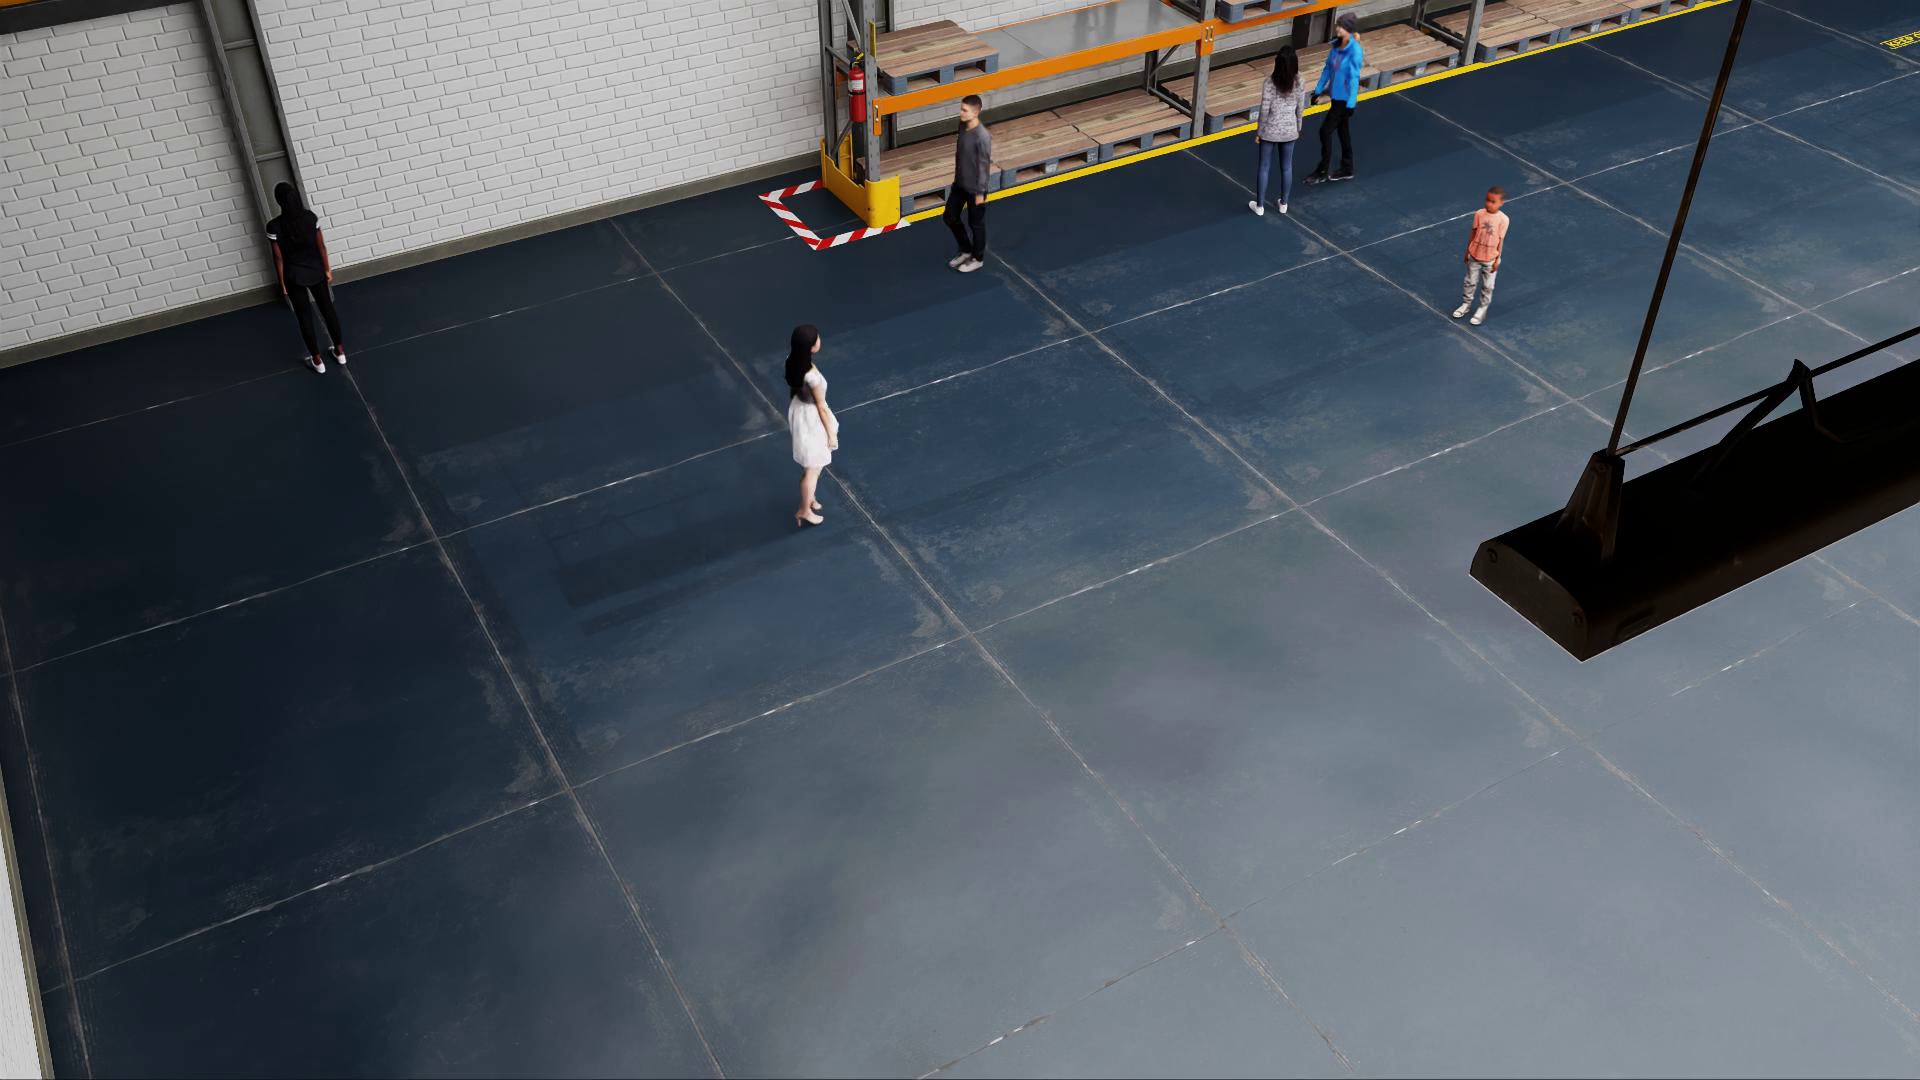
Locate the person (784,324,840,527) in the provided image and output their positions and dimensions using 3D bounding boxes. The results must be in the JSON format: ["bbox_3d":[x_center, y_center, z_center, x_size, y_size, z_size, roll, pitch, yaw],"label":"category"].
[{"bbox_3d":[-1.190,-0.788,12.341,0.665,1.763,0.630,-17,42,-20],"label":"person"}]

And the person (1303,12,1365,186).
[{"bbox_3d":[3.978,-4.501,16.982,0.915,1.774,0.765,-9,40,-11],"label":"person"}]

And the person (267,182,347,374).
[{"bbox_3d":[-5.584,-2.250,14.199,0.563,1.729,0.709,-29,47,-31],"label":"person"}]

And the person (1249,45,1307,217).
[{"bbox_3d":[3.147,-4.049,16.450,0.592,1.732,0.738,-5,39,-6],"label":"person"}]

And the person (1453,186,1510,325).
[{"bbox_3d":[4.723,-2.580,14.948,0.538,1.310,0.564,26,45,29],"label":"person"}]

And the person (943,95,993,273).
[{"bbox_3d":[0.165,-3.345,15.548,0.638,1.756,0.663,-25,45,-28],"label":"person"}]
